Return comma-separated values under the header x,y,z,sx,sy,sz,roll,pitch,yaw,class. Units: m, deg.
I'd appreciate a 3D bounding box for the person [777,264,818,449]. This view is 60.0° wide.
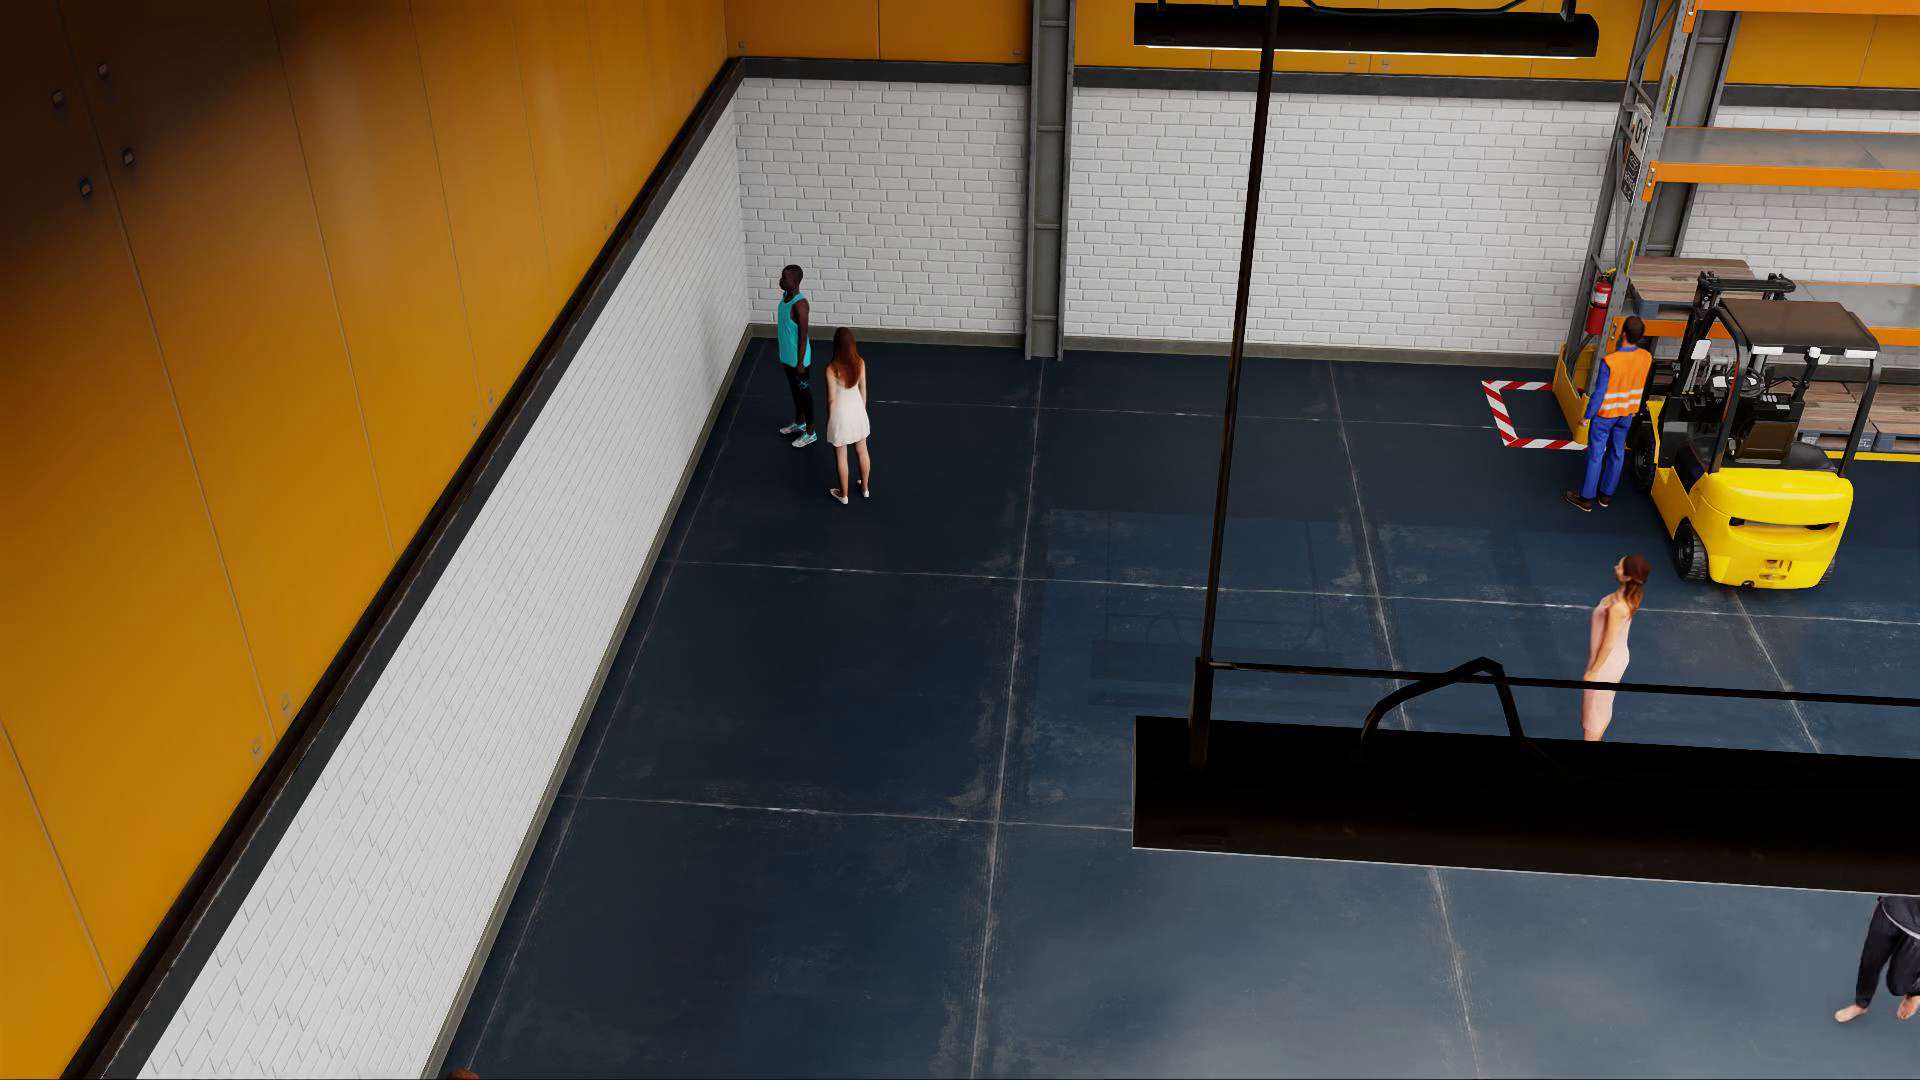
x,y,z,sx,sy,sz,roll,pitch,yaw,class
-1.537,-1.752,15.672,0.689,1.811,0.687,-16,37,-22,person

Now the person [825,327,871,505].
x,y,z,sx,sy,sz,roll,pitch,yaw,class
-1.000,-1.116,14.804,0.624,1.712,0.707,-17,37,-24,person

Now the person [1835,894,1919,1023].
x,y,z,sx,sy,sz,roll,pitch,yaw,class
5.644,2.218,9.787,0.867,1.712,0.797,-14,36,-20,person

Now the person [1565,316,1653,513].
x,y,z,sx,sy,sz,roll,pitch,yaw,class
5.751,-1.120,14.672,0.694,1.864,0.839,-10,35,-15,person

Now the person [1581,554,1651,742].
x,y,z,sx,sy,sz,roll,pitch,yaw,class
4.564,0.867,11.714,0.682,1.831,0.665,23,40,31,person
